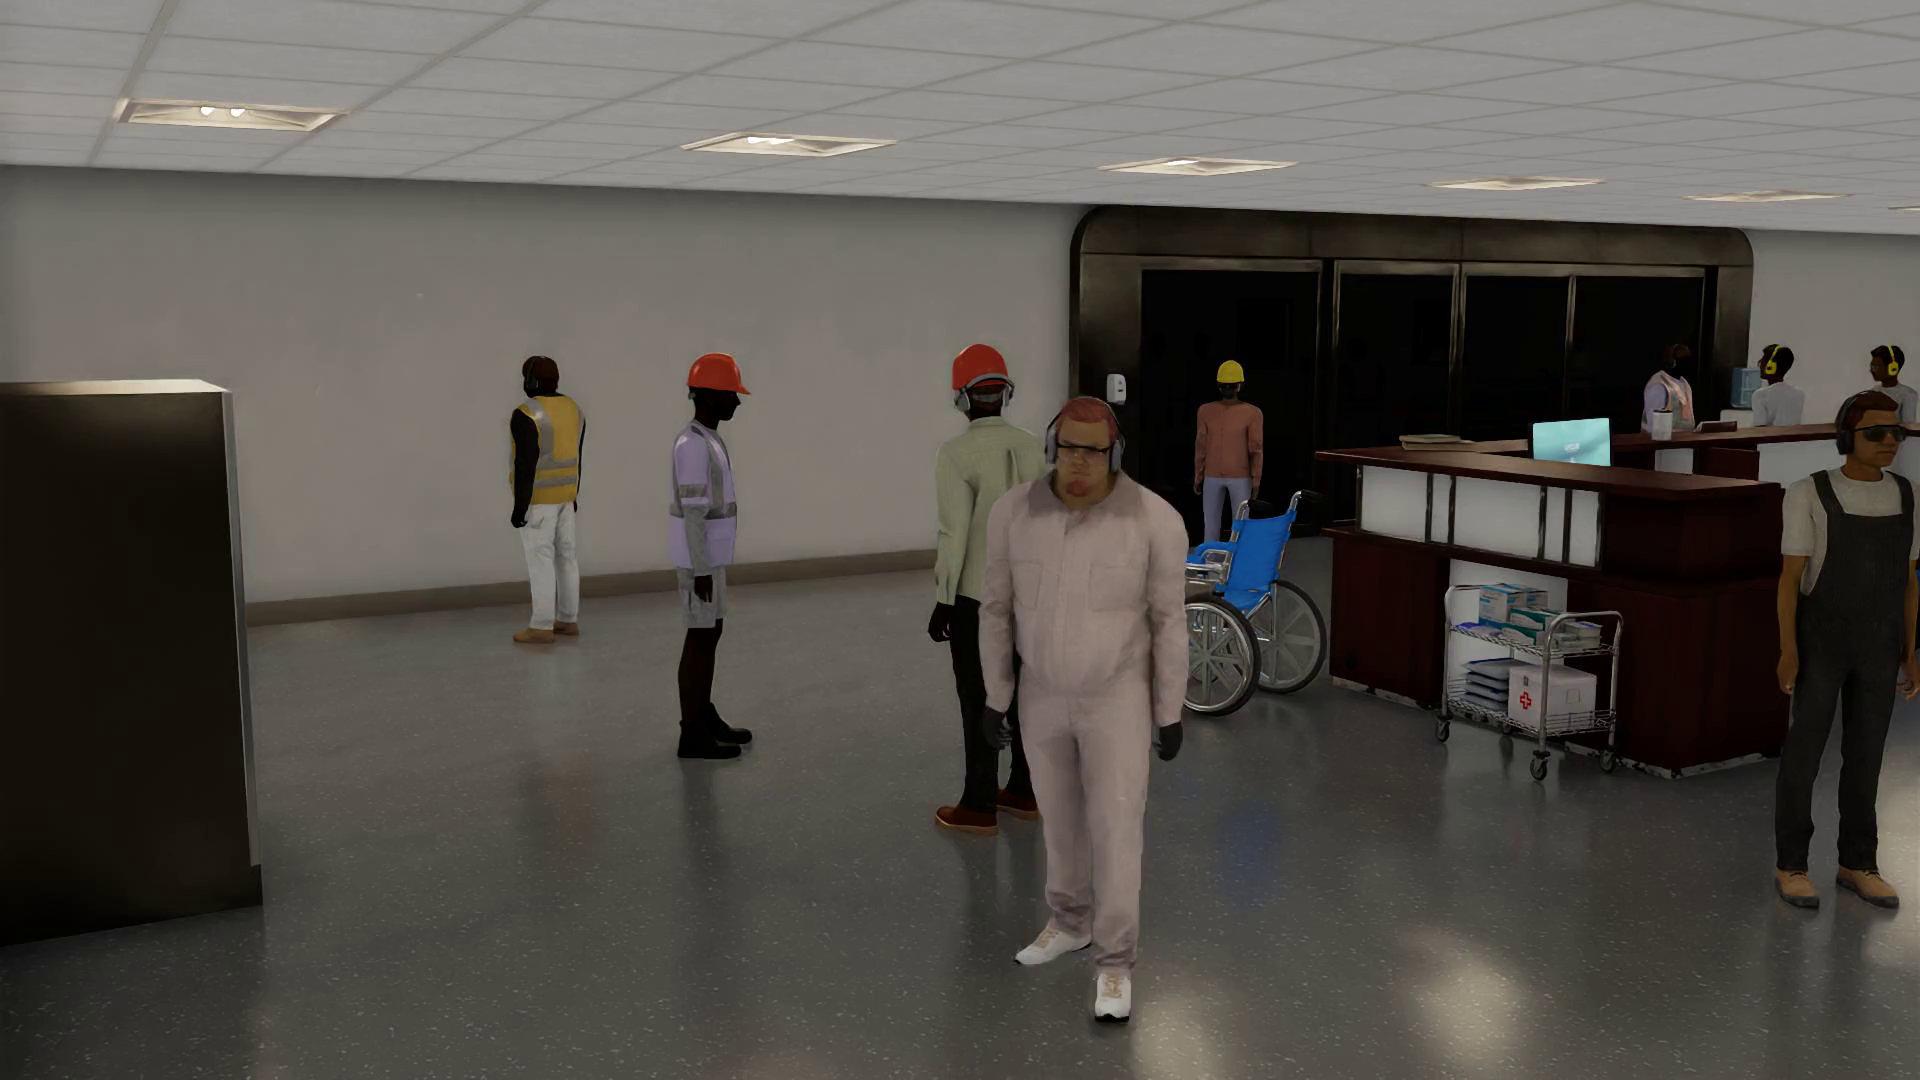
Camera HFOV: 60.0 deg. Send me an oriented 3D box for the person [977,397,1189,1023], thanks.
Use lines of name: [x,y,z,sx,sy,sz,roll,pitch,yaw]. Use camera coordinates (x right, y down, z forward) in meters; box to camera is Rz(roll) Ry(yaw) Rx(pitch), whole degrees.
person: [0.373,0.493,5.167,0.660,1.872,0.661,3,9,24]

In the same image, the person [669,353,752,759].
person: [-1.186,0.075,7.947,0.390,1.929,0.545,0,8,1]

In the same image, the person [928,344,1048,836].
person: [0.104,0.200,6.803,0.391,1.990,0.621,7,11,43]

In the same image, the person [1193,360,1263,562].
person: [2.009,-0.469,12.494,0.531,1.761,0.334,4,9,27]

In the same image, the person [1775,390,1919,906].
person: [3.177,0.391,5.941,0.507,1.846,0.343,0,8,-1]

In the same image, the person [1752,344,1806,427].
person: [6.154,-0.549,12.646,0.528,1.876,0.323,-4,9,-24]

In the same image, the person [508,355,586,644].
person: [-2.670,-0.260,10.677,0.429,1.842,0.633,3,9,23]

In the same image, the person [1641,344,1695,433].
person: [6.304,-0.824,14.829,0.433,1.833,0.622,7,11,42]
